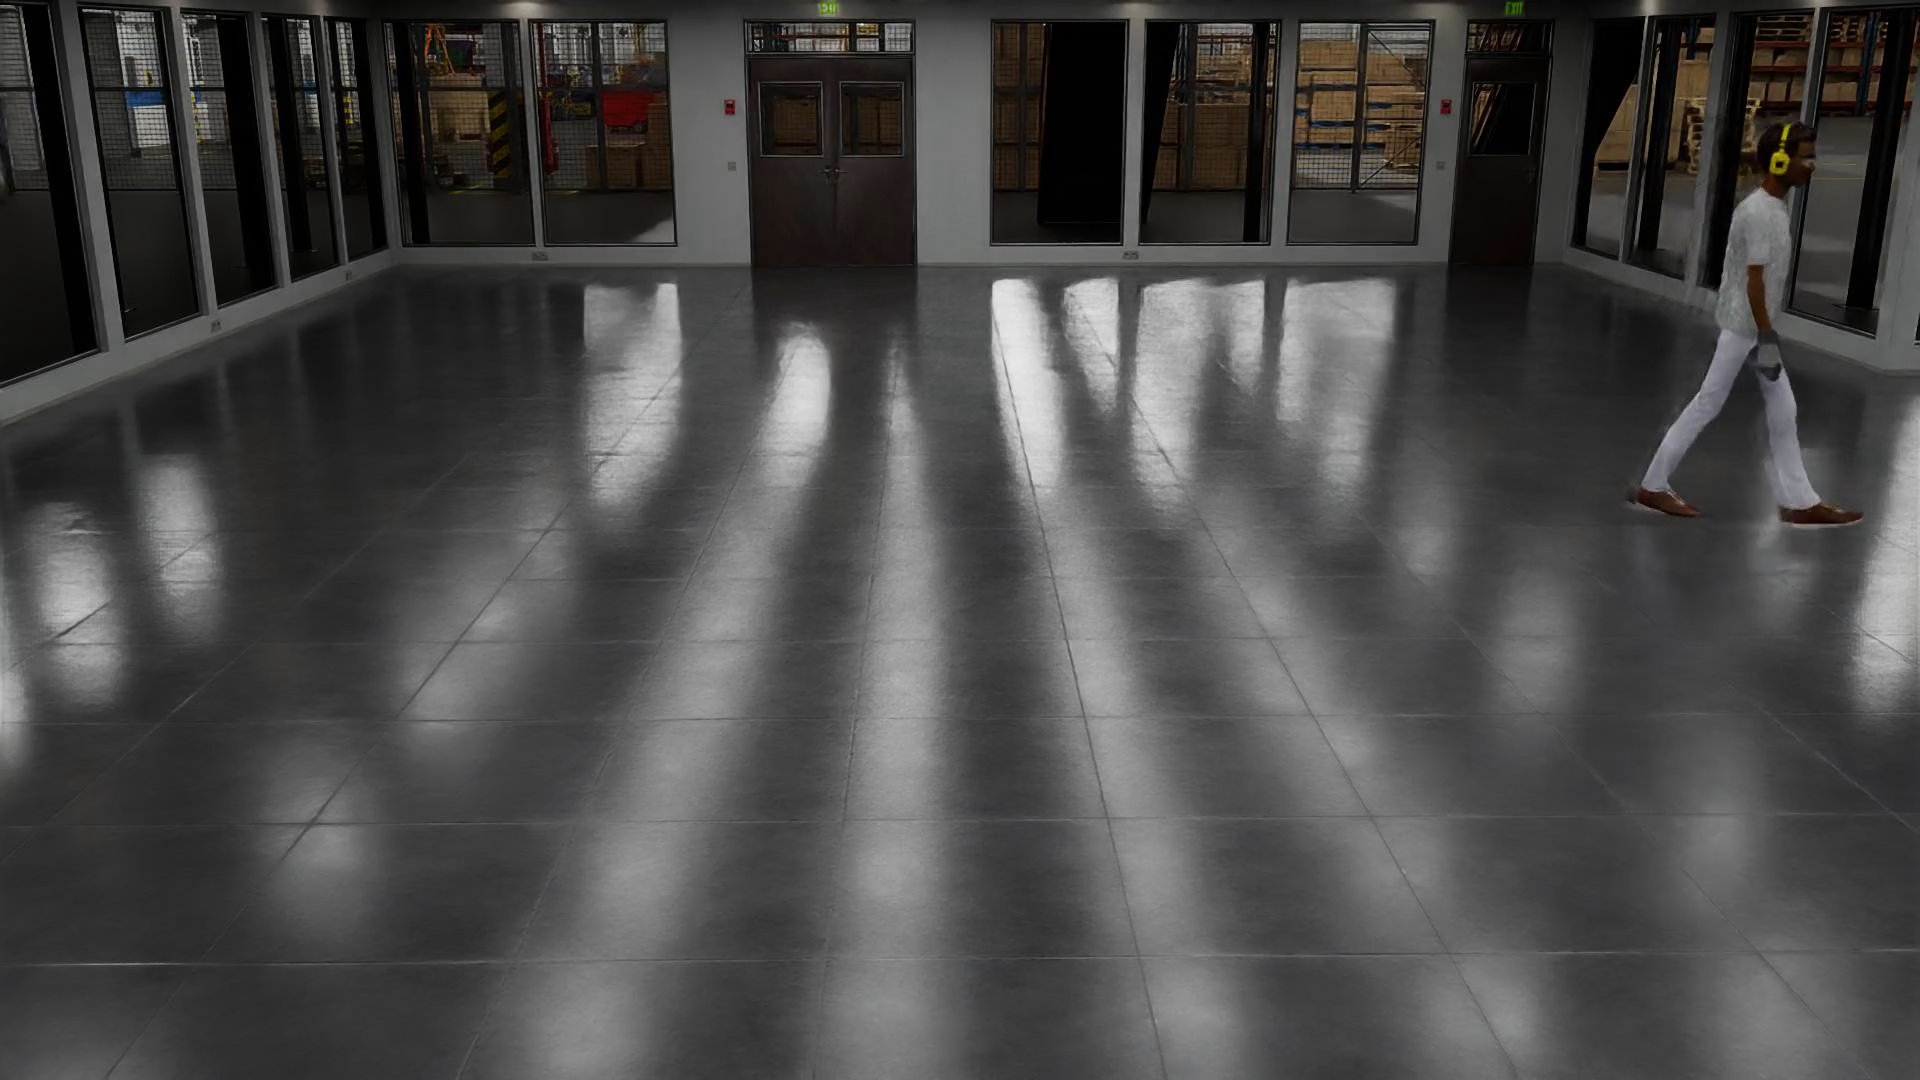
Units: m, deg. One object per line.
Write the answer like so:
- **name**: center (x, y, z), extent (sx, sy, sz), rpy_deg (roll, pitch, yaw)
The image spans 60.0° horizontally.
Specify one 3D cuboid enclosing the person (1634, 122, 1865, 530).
- **person**: center (3.595, -0.942, 7.468), extent (0.973, 1.815, 0.545), rpy_deg (11, 20, 33)
